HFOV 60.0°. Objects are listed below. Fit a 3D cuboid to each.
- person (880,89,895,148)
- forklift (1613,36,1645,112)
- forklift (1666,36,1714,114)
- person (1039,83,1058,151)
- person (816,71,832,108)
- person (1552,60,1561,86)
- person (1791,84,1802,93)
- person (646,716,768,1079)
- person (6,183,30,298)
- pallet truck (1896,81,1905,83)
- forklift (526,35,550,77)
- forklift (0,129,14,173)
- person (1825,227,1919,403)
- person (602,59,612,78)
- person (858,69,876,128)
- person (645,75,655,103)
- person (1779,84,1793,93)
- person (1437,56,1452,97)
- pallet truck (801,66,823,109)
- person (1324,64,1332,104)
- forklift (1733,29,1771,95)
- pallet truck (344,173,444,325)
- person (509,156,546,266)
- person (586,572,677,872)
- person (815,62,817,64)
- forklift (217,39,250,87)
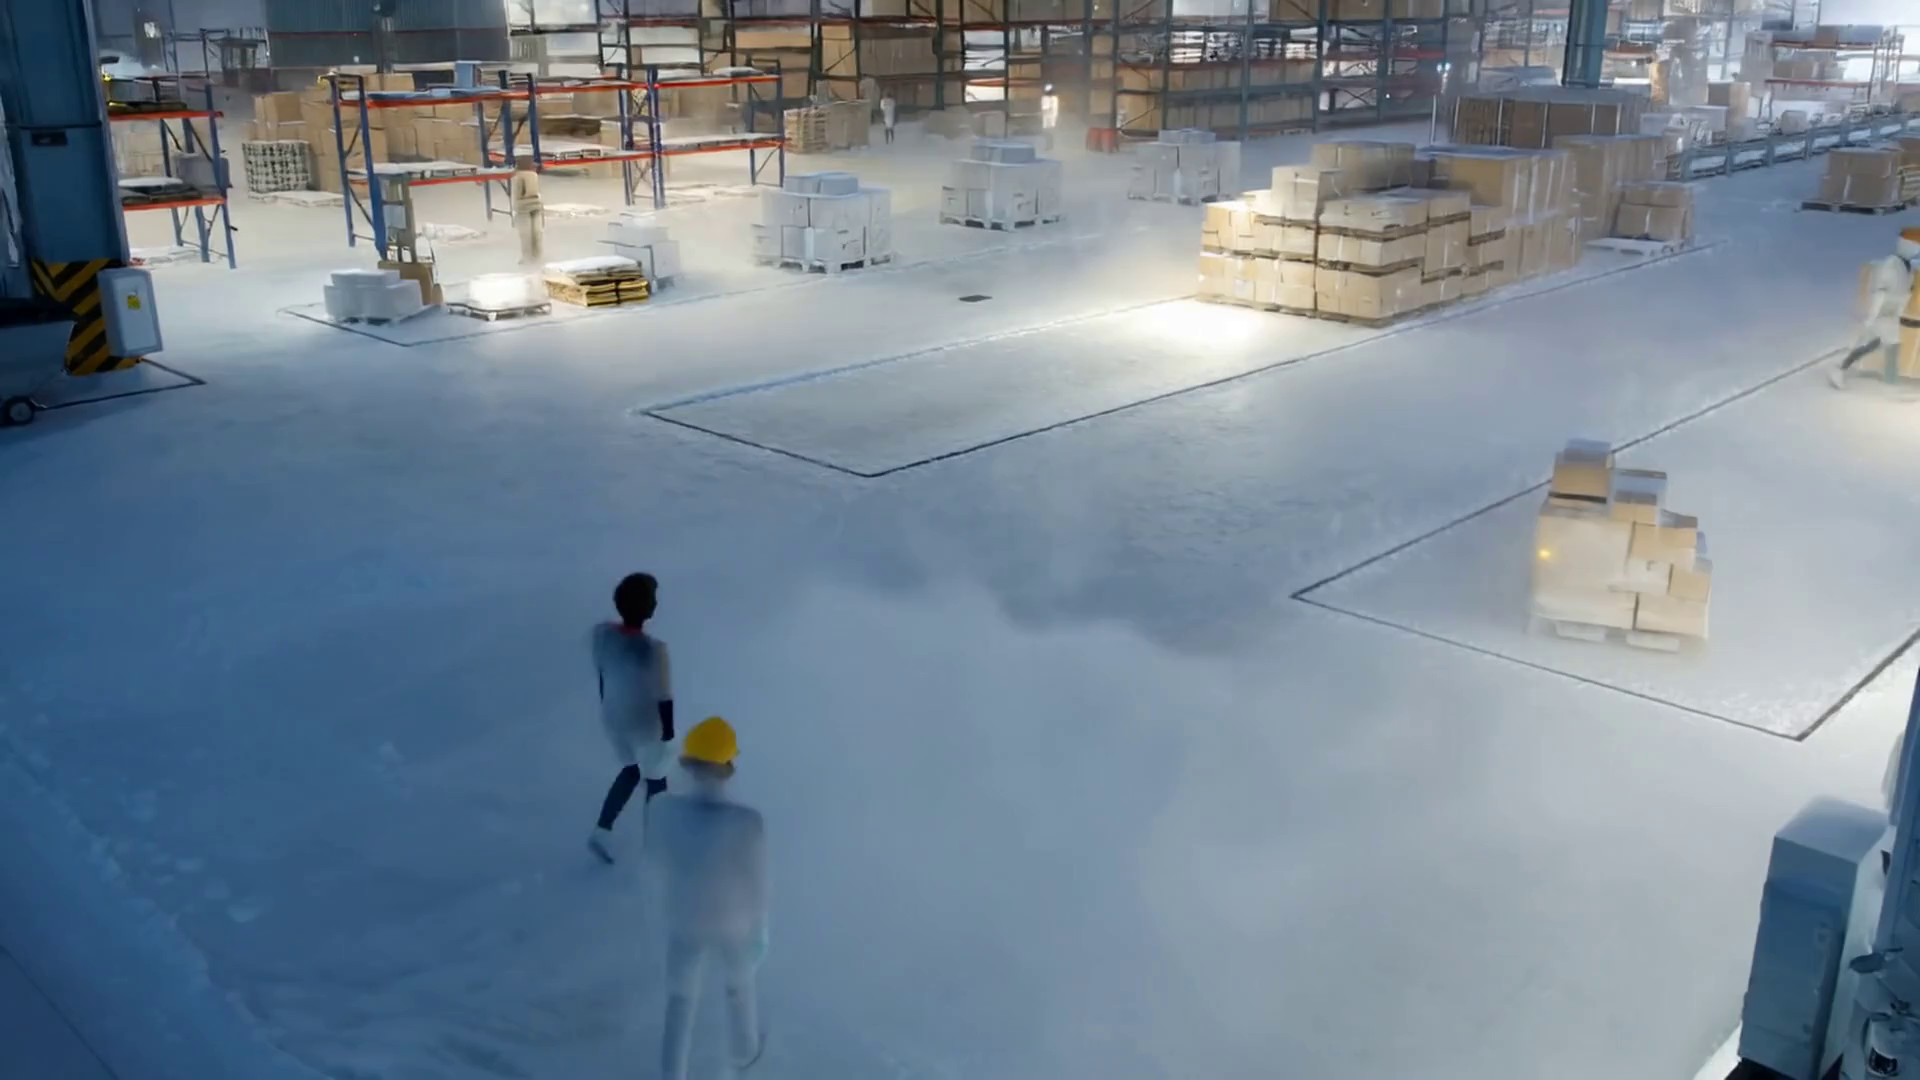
[{"bbox_3d":[-2.145,-12.435,49.102,0.322,1.690,0.538,17,25,42],"label":"person"},{"bbox_3d":[25.034,-17.516,62.554,1.129,2.768,1.873,17,25,41],"label":"forklift"},{"bbox_3d":[27.341,-17.291,61.877,1.129,2.768,1.873,17,25,41],"label":"forklift"},{"bbox_3d":[2.594,-12.257,48.215,0.561,1.917,0.607,11,21,29],"label":"person"},{"bbox_3d":[-4.402,-14.287,54.281,0.523,1.945,0.642,16,24,39],"label":"person"},{"bbox_3d":[22.907,-17.353,63.579,0.642,1.913,0.409,-2,18,-6],"label":"person"},{"bbox_3d":[31.464,-17.052,62.657,0.663,1.921,0.610,-4,19,-13],"label":"person"},{"bbox_3d":[-1.055,1.566,6.860,0.525,1.733,0.861,3,19,9],"label":"person"},{"bbox_3d":[-13.610,-4.285,24.319,0.930,1.834,0.582,-11,21,-29],"label":"person"},{"bbox_3d":[34.802,-16.331,61.455,0.653,1.274,1.630,17,25,41],"label":"pallet truck"},{"bbox_3d":[-16.117,-17.897,63.701,1.873,2.768,1.129,6,19,18],"label":"forklift"},{"bbox_3d":[-24.026,-10.894,42.605,1.129,2.768,1.873,17,25,41],"label":"forklift"},{"bbox_3d":[10.555,-2.605,19.054,1.013,1.987,0.663,16,24,40],"label":"person"},{"bbox_3d":[-13.532,-17.424,63.727,0.636,1.949,0.691,-14,23,-36],"label":"person"},{"bbox_3d":[-3.119,-14.886,56.110,0.634,1.940,0.376,4,19,13],"label":"person"},{"bbox_3d":[-9.885,-13.996,53.457,0.383,1.916,0.591,8,20,23],"label":"person"},{"bbox_3d":[29.392,-15.762,59.191,0.863,1.655,0.540,-3,19,-8],"label":"person"},{"bbox_3d":[20.474,-19.481,70.165,0.594,1.788,0.974,13,22,35],"label":"person"},{"bbox_3d":[-4.812,-15.182,56.903,0.823,1.965,1.885,-9,21,-26],"label":"pallet truck"},{"bbox_3d":[15.080,-18.522,67.535,0.380,1.616,0.512,13,23,35],"label":"person"},{"bbox_3d":[34.648,-20.832,72.545,1.129,2.768,1.873,2,18,7],"label":"forklift"},{"bbox_3d":[-8.209,-4.181,23.757,0.823,1.965,1.885,3,19,9],"label":"pallet truck"},{"bbox_3d":[-7.356,-5.578,28.233,0.431,1.835,0.624,16,24,39],"label":"person"},{"bbox_3d":[-1.714,0.988,8.668,0.553,1.680,0.465,11,21,30],"label":"person"},{"bbox_3d":[-6.043,-19.154,69.501,0.877,1.592,0.522,-16,24,-40],"label":"person"},{"bbox_3d":[-25.669,-16.358,59.066,1.873,2.768,1.129,17,25,41],"label":"forklift"}]
